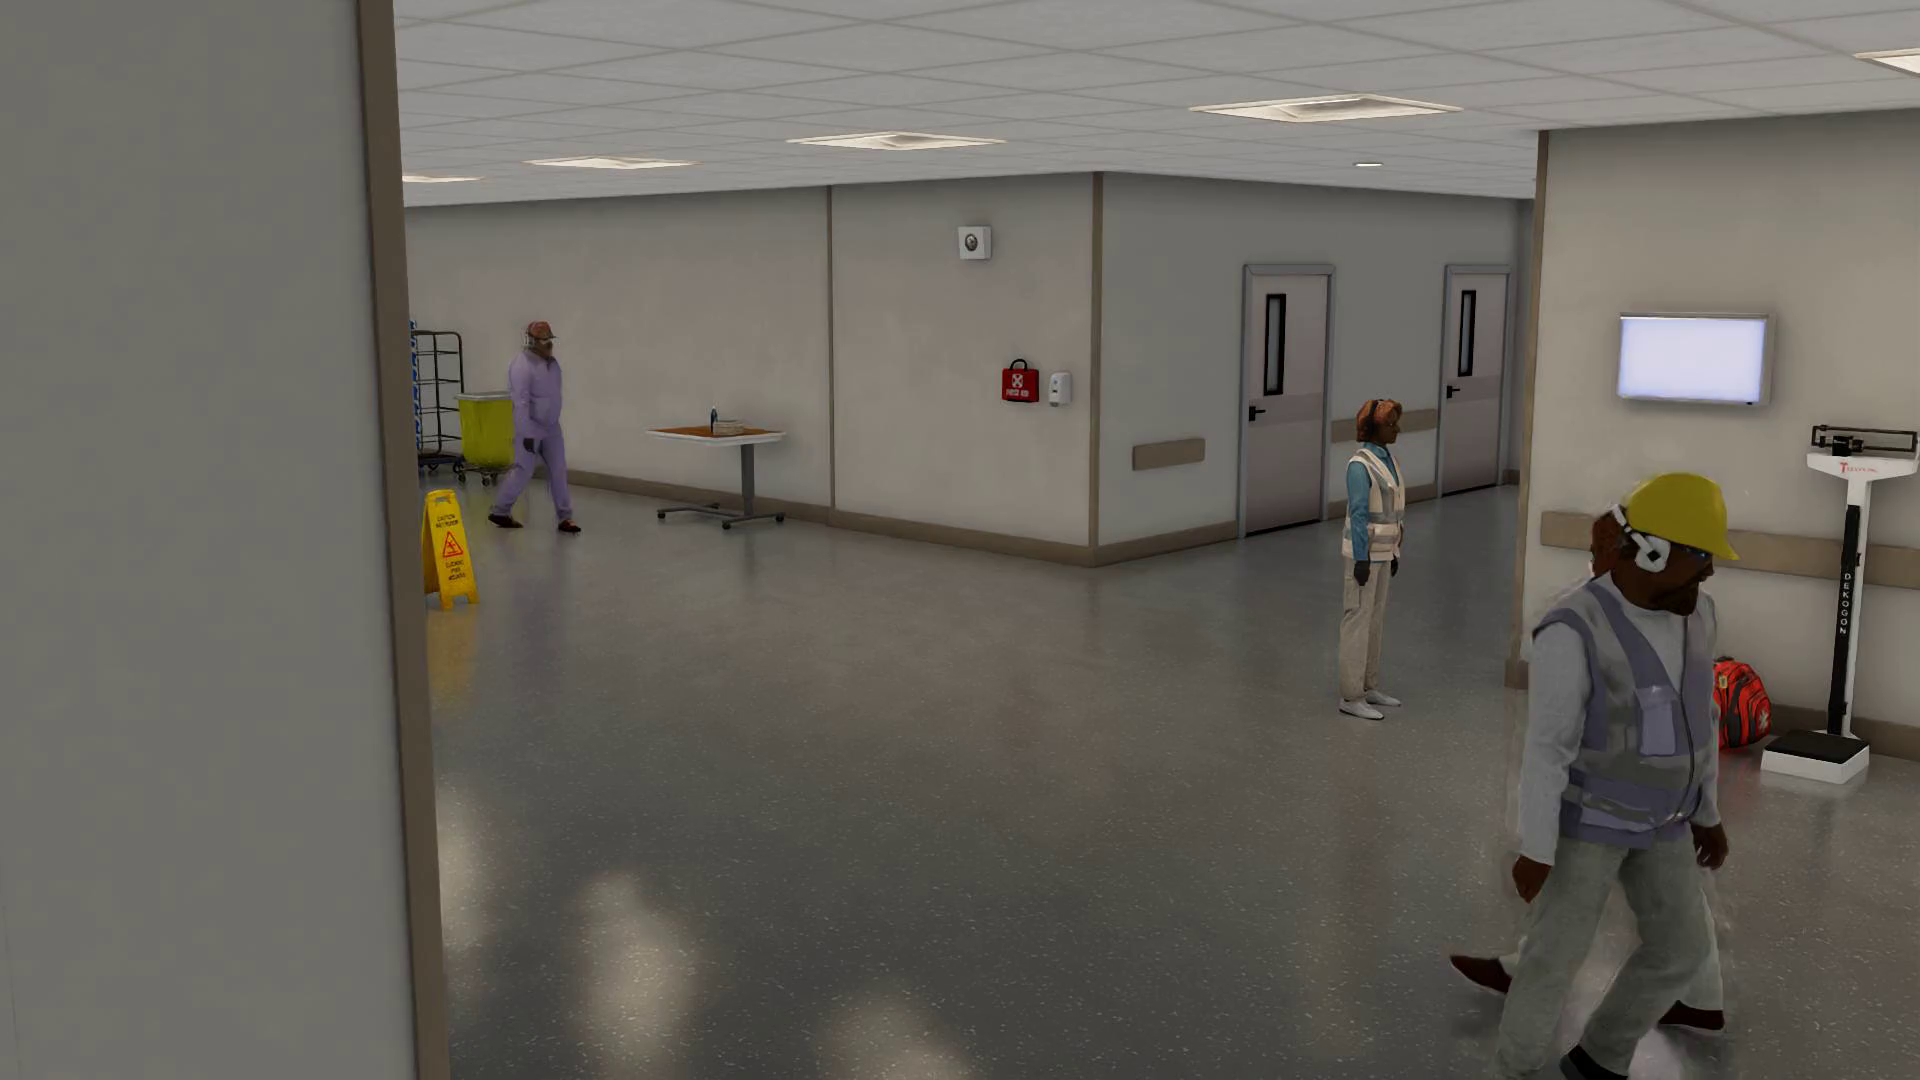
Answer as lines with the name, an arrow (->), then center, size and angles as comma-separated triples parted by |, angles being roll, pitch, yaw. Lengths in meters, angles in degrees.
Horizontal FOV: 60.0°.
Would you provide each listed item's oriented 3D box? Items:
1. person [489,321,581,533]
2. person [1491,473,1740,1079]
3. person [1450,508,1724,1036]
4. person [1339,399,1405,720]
person -> -3.741, -0.994, 14.568 | 0.868, 1.862, 0.653 | 5, 11, 28
person -> 1.695, 0.713, 4.282 | 0.640, 1.792, 0.476 | -5, 11, -29
person -> 1.949, 0.690, 5.044 | 0.845, 1.586, 0.535 | 6, 11, 31
person -> 2.126, 0.090, 8.588 | 0.309, 1.641, 0.514 | 6, 11, 31
